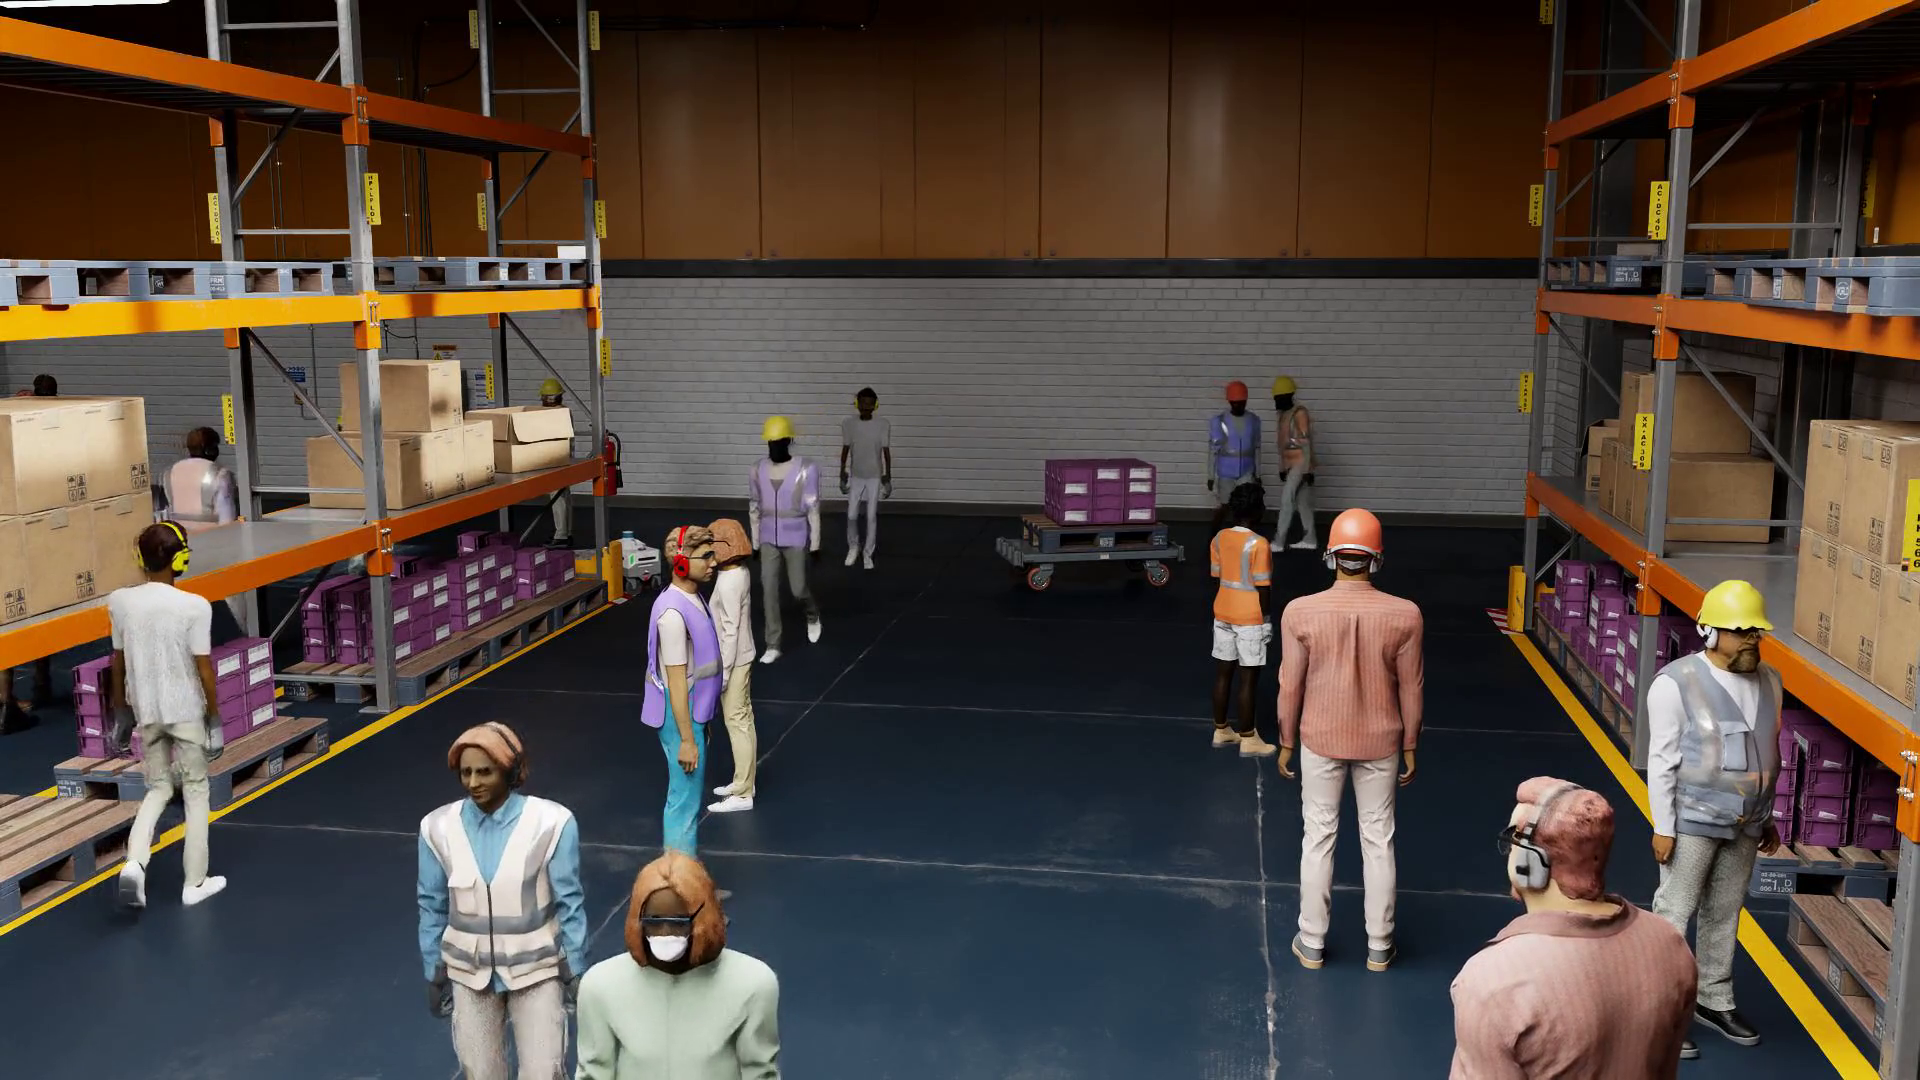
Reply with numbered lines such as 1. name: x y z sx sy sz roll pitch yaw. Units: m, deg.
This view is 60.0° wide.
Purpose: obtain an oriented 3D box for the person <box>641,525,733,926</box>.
1. person: -1.261 0.844 7.643 0.390 1.846 0.565 -1 9 -4

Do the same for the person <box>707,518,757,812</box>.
1. person: -1.277 0.691 9.243 0.280 1.632 0.498 0 9 0

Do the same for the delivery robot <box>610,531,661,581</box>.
1. delivery robot: -3.099 0.158 15.553 0.477 0.478 0.707 -8 12 -40

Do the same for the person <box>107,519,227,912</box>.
1. person: -3.688 0.833 7.694 0.537 1.851 0.580 1 9 4

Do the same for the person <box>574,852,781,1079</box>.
1. person: -0.692 1.527 4.158 0.505 1.611 0.642 0 9 -2

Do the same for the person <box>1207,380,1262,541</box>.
1. person: 2.836 -0.732 17.250 0.588 1.895 0.885 -1 9 -7

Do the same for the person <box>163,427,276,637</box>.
1. person: -5.738 0.026 12.820 0.671 1.796 0.933 3 10 16

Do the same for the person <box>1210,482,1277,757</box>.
1. person: 1.755 0.487 10.299 0.321 1.697 0.530 -5 10 -28

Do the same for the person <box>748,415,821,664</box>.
1. person: -1.336 -0.030 12.861 0.597 1.903 0.732 3 10 16

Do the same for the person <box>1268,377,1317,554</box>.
1. person: 3.479 -0.790 17.651 0.793 1.875 0.620 -2 9 -11

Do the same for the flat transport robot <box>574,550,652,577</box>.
1. flat transport robot: -3.730 0.242 16.196 1.431 0.197 0.652 -2 10 -14

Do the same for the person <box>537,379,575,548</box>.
1. person: -4.385 -0.833 18.034 0.404 1.828 0.603 0 9 1

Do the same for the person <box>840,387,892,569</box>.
1. person: -0.945 -0.610 16.642 0.530 1.842 0.446 0 9 2

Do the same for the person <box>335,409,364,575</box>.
1. person: -5.693 -0.419 15.803 0.500 1.717 0.653 5 10 27

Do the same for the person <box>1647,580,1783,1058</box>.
1. person: 2.906 1.055 6.378 0.588 1.835 0.403 -3 10 -19

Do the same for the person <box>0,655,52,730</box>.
1. person: -6.252 0.288 11.056 0.592 1.865 0.972 -3 10 -15

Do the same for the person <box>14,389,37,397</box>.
1. person: -8.571 -0.443 15.396 0.638 1.909 0.408 -7 12 -37

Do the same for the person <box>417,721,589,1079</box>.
1. person: -1.413 1.347 5.197 0.532 1.626 0.414 0 9 2

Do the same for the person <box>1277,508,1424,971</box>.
1. person: 1.660 0.856 7.105 0.609 1.995 0.378 1 9 9

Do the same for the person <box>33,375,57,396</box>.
1. person: -10.108 -0.918 18.522 0.430 1.845 0.624 0 9 2

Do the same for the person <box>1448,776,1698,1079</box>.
1. person: 1.283 1.456 3.685 0.655 1.905 0.407 -5 10 -28

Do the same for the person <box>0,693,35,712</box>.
1. person: -6.480 0.244 11.056 0.370 1.941 0.627 1 9 4
